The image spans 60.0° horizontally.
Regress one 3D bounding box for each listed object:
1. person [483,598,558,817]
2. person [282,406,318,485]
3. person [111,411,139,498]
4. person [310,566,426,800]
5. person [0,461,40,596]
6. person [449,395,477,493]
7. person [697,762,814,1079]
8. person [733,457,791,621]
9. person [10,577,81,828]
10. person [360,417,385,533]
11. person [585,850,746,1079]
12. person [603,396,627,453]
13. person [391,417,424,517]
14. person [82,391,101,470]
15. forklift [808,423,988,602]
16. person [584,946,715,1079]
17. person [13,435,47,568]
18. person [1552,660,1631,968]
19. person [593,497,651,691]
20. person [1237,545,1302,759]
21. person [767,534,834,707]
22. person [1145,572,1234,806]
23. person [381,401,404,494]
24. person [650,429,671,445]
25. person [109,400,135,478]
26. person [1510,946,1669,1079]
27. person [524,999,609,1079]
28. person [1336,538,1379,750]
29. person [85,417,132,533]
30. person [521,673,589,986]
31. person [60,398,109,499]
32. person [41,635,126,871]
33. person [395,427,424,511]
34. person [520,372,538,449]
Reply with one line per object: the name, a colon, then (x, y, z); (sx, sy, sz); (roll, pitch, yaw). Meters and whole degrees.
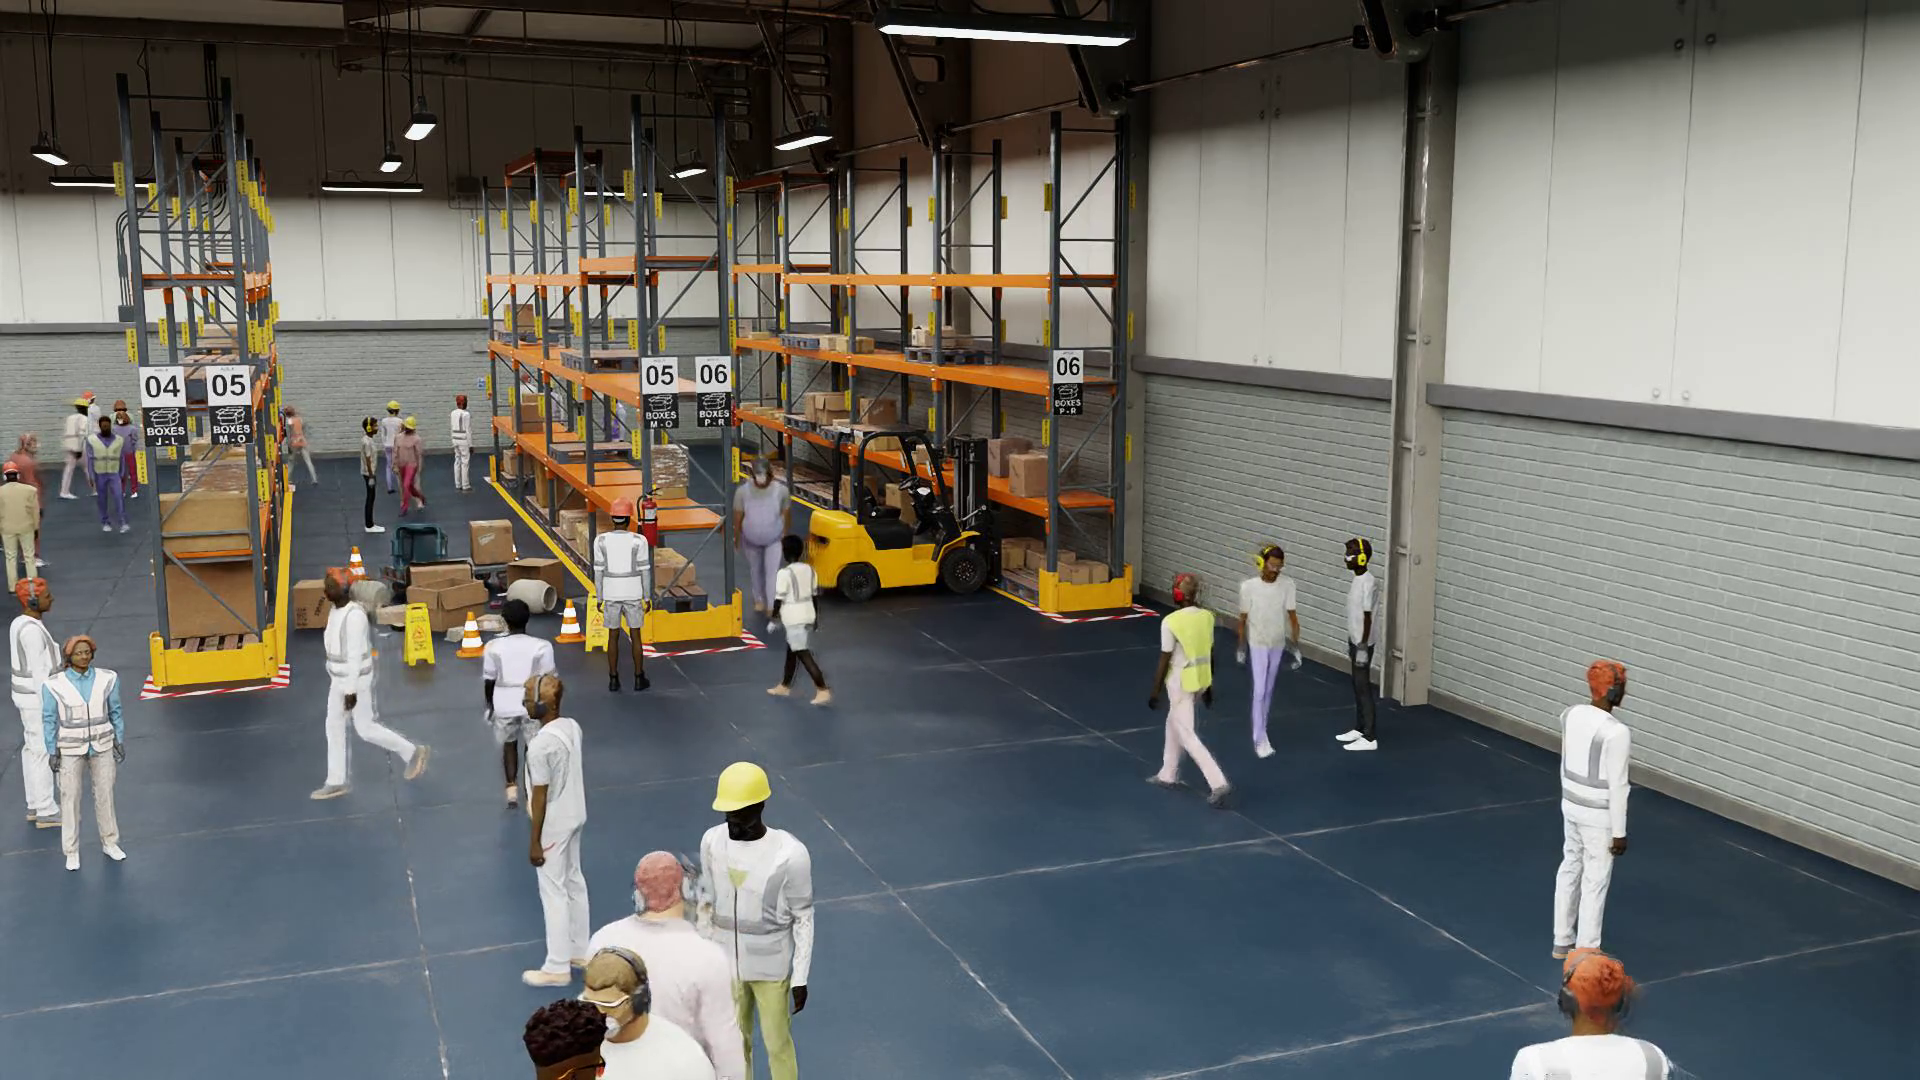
person: (-3.345, 1.278, 12.713); (0.561, 1.676, 0.375); (-1, 9, -8)
person: (-13.052, -1.859, 32.761); (0.858, 1.587, 0.592); (4, 10, 23)
person: (-15.548, -1.594, 30.959); (0.498, 1.633, 0.284); (-1, 9, -4)
person: (-4.763, 1.110, 13.249); (0.836, 1.860, 0.574); (-9, 13, -44)
person: (-12.237, -0.152, 21.575); (0.555, 1.735, 0.380); (-5, 10, -30)
person: (-9.477, -1.830, 31.679); (0.575, 1.880, 0.358); (7, 12, 38)
person: (-0.967, 1.956, 7.696); (0.593, 1.924, 0.381); (4, 10, 25)
person: (-2.403, -0.072, 20.098); (0.699, 2.000, 1.130); (0, 9, -1)
person: (-6.917, 1.214, 12.503); (0.353, 1.883, 0.572); (-7, 12, -38)
person: (-9.491, -1.052, 26.822); (0.330, 1.870, 0.553); (-3, 10, -18)
person: (-1.087, 2.167, 6.567); (0.886, 1.877, 0.393); (4, 10, 22)
person: (-6.922, -2.063, 33.298); (0.429, 1.837, 0.628); (-8, 12, -42)
person: (-9.514, -1.297, 28.782); (0.544, 1.724, 0.760); (3, 9, 17)
person: (-18.068, -2.228, 34.610); (0.348, 1.743, 0.566); (-1, 9, -6)
forklift: (-0.830, -0.399, 21.676); (2.313, 2.155, 1.214); (-4, 10, -21)
person: (-1.113, 2.282, 5.644); (0.632, 1.931, 0.366); (4, 10, 24)
person: (-13.209, -0.552, 23.698); (0.393, 1.875, 0.719); (-7, 12, -39)
person: (3.756, 1.636, 9.882); (0.348, 1.878, 0.579); (-2, 9, -13)
person: (-3.354, 0.541, 16.569); (0.552, 1.935, 0.374); (-1, 9, -3)
person: (2.675, 0.964, 14.310); (0.483, 1.818, 0.938); (-1, 9, -9)
person: (-1.535, 0.769, 16.027); (0.850, 1.653, 0.529); (5, 10, 28)
person: (1.822, 1.158, 13.077); (0.885, 1.816, 0.573); (8, 12, 42)
person: (-10.718, -1.756, 31.555); (0.525, 1.771, 0.323); (3, 10, 21)
person: (-5.372, -1.505, 29.678); (0.543, 1.860, 0.412); (-8, 12, -40)
person: (-17.002, -2.034, 33.766); (0.288, 1.623, 0.507); (8, 12, 40)
person: (2.151, 2.315, 5.700); (0.576, 1.850, 0.933); (-3, 9, -16)
person: (-1.195, 2.355, 5.082); (0.600, 1.959, 0.376); (4, 10, 26)
person: (3.494, 0.905, 14.541); (0.326, 1.861, 0.499); (0, 9, 2)
person: (-13.626, -1.028, 26.613); (0.603, 1.876, 0.941); (-7, 12, -39)
person: (-2.368, 1.682, 9.719); (0.346, 1.839, 0.518); (2, 9, 14)
person: (-16.378, -1.697, 30.944); (0.594, 1.842, 1.023); (5, 10, 28)
person: (-6.124, 1.469, 11.648); (0.514, 1.645, 0.309); (-8, 12, -42)
person: (-9.664, -1.282, 29.178); (0.507, 1.567, 0.920); (-6, 11, -33)
person: (-9.979, -2.919, 38.438); (0.655, 1.906, 0.407); (3, 10, 19)
